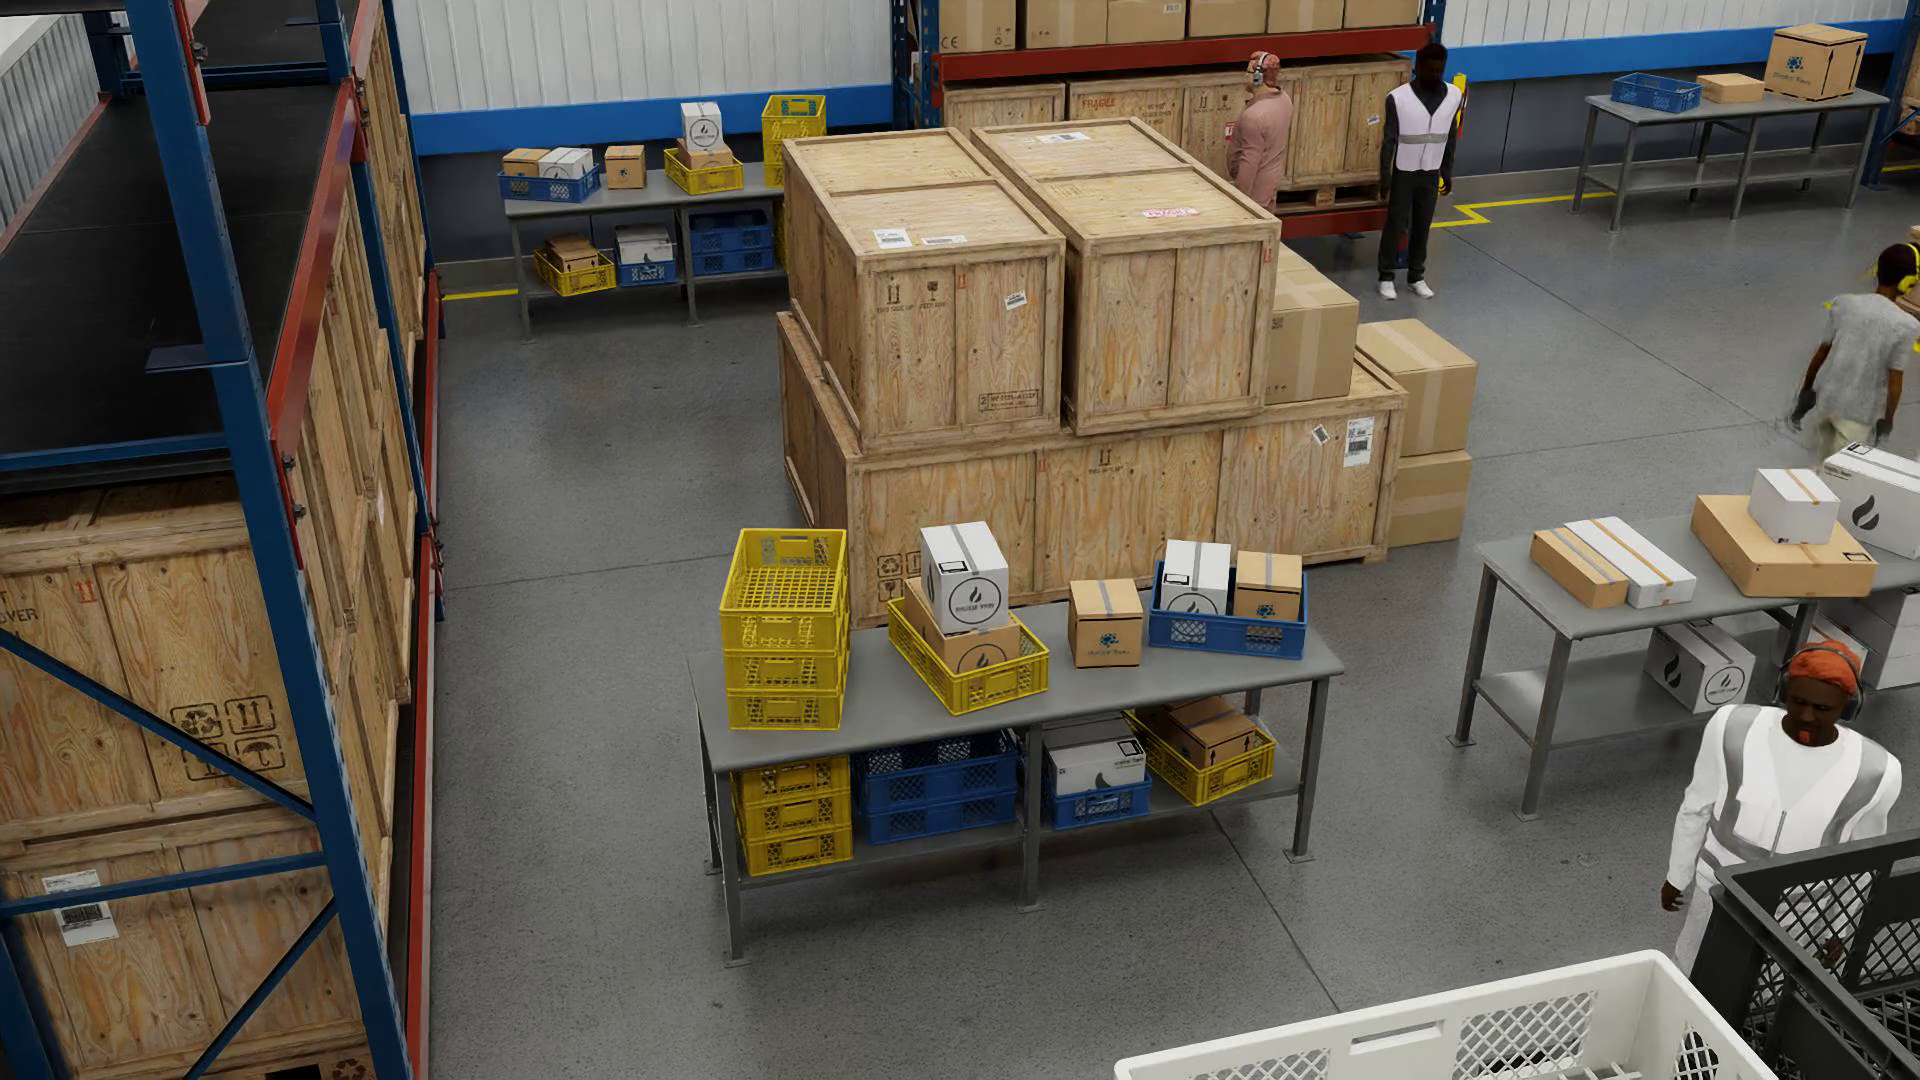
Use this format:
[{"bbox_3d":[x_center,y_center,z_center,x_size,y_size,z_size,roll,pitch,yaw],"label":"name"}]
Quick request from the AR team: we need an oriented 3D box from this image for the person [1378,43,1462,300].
[{"bbox_3d":[3.384,-2.738,12.379,0.595,1.908,0.411,-7,30,-12],"label":"person"}]

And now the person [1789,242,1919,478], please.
[{"bbox_3d":[4.570,-0.657,8.683,0.773,1.835,0.575,-14,32,-24],"label":"person"}]

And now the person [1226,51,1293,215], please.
[{"bbox_3d":[2.121,-2.571,12.073,0.408,1.908,0.642,15,32,25],"label":"person"}]

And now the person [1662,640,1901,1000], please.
[{"bbox_3d":[2.571,1.141,5.359,0.575,1.883,0.355,15,32,26],"label":"person"}]
